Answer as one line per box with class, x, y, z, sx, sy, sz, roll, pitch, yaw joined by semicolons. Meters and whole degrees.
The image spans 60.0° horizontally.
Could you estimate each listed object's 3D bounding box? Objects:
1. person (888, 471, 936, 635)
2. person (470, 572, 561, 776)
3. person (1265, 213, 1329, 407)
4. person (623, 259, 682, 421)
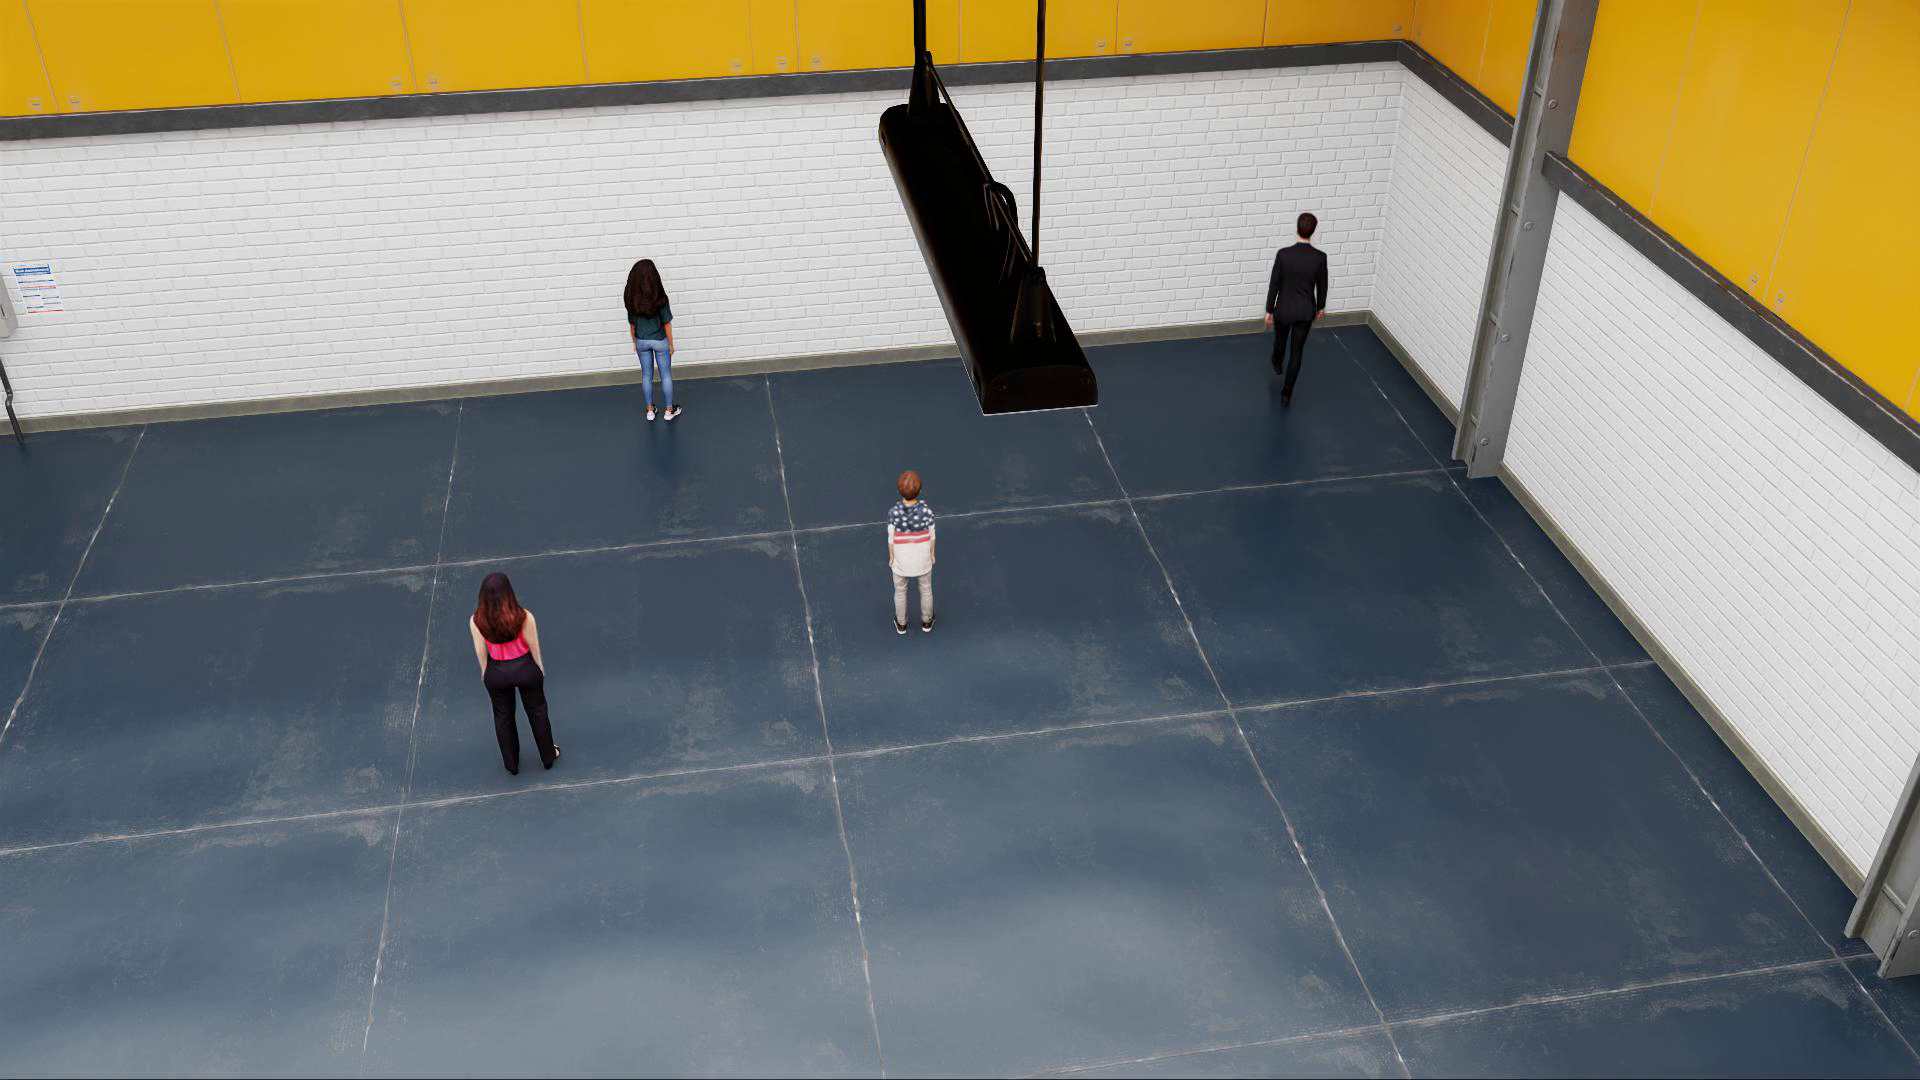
person;-0.374;0.092;12.892;0.528;1.439;0.502;-3;34;-4
person;-3.075;0.914;11.455;0.575;1.660;0.503;-5;34;-7
person;3.206;-2.161;15.908;0.968;1.852;1.226;5;34;7
person;-2.910;-1.890;15.714;0.670;1.616;0.682;4;34;6
